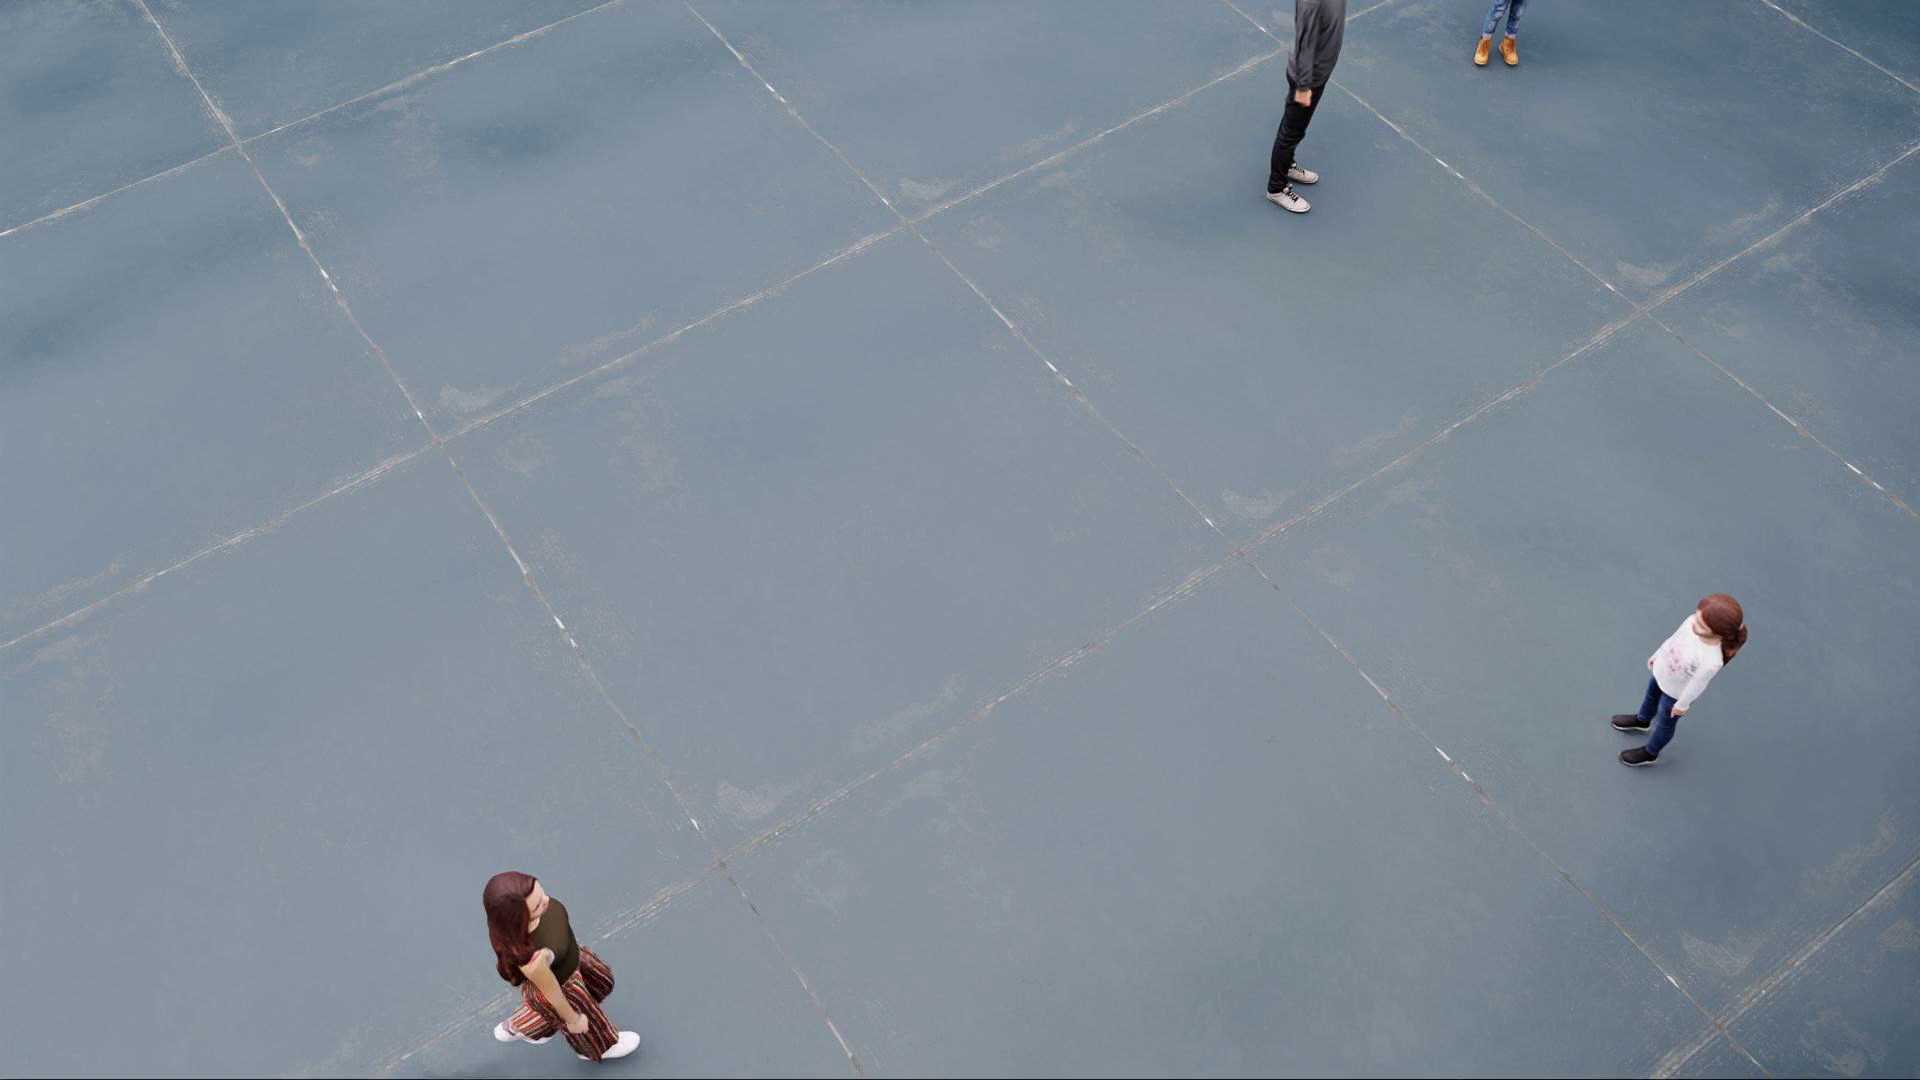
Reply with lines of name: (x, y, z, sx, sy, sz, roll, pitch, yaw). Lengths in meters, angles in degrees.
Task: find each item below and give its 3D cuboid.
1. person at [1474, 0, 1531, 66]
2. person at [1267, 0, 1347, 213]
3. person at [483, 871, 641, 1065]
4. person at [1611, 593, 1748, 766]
person: (3.501, -3.544, 10.366, 0.576, 1.250, 0.615, 0, 52, 0)
person: (1.969, -2.674, 9.369, 0.724, 1.761, 0.703, 16, 54, 12)
person: (-1.575, 1.632, 6.167, 0.785, 1.551, 0.795, -8, 53, -6)
person: (3.143, 0.595, 7.250, 0.602, 1.109, 0.533, 0, 52, 0)
